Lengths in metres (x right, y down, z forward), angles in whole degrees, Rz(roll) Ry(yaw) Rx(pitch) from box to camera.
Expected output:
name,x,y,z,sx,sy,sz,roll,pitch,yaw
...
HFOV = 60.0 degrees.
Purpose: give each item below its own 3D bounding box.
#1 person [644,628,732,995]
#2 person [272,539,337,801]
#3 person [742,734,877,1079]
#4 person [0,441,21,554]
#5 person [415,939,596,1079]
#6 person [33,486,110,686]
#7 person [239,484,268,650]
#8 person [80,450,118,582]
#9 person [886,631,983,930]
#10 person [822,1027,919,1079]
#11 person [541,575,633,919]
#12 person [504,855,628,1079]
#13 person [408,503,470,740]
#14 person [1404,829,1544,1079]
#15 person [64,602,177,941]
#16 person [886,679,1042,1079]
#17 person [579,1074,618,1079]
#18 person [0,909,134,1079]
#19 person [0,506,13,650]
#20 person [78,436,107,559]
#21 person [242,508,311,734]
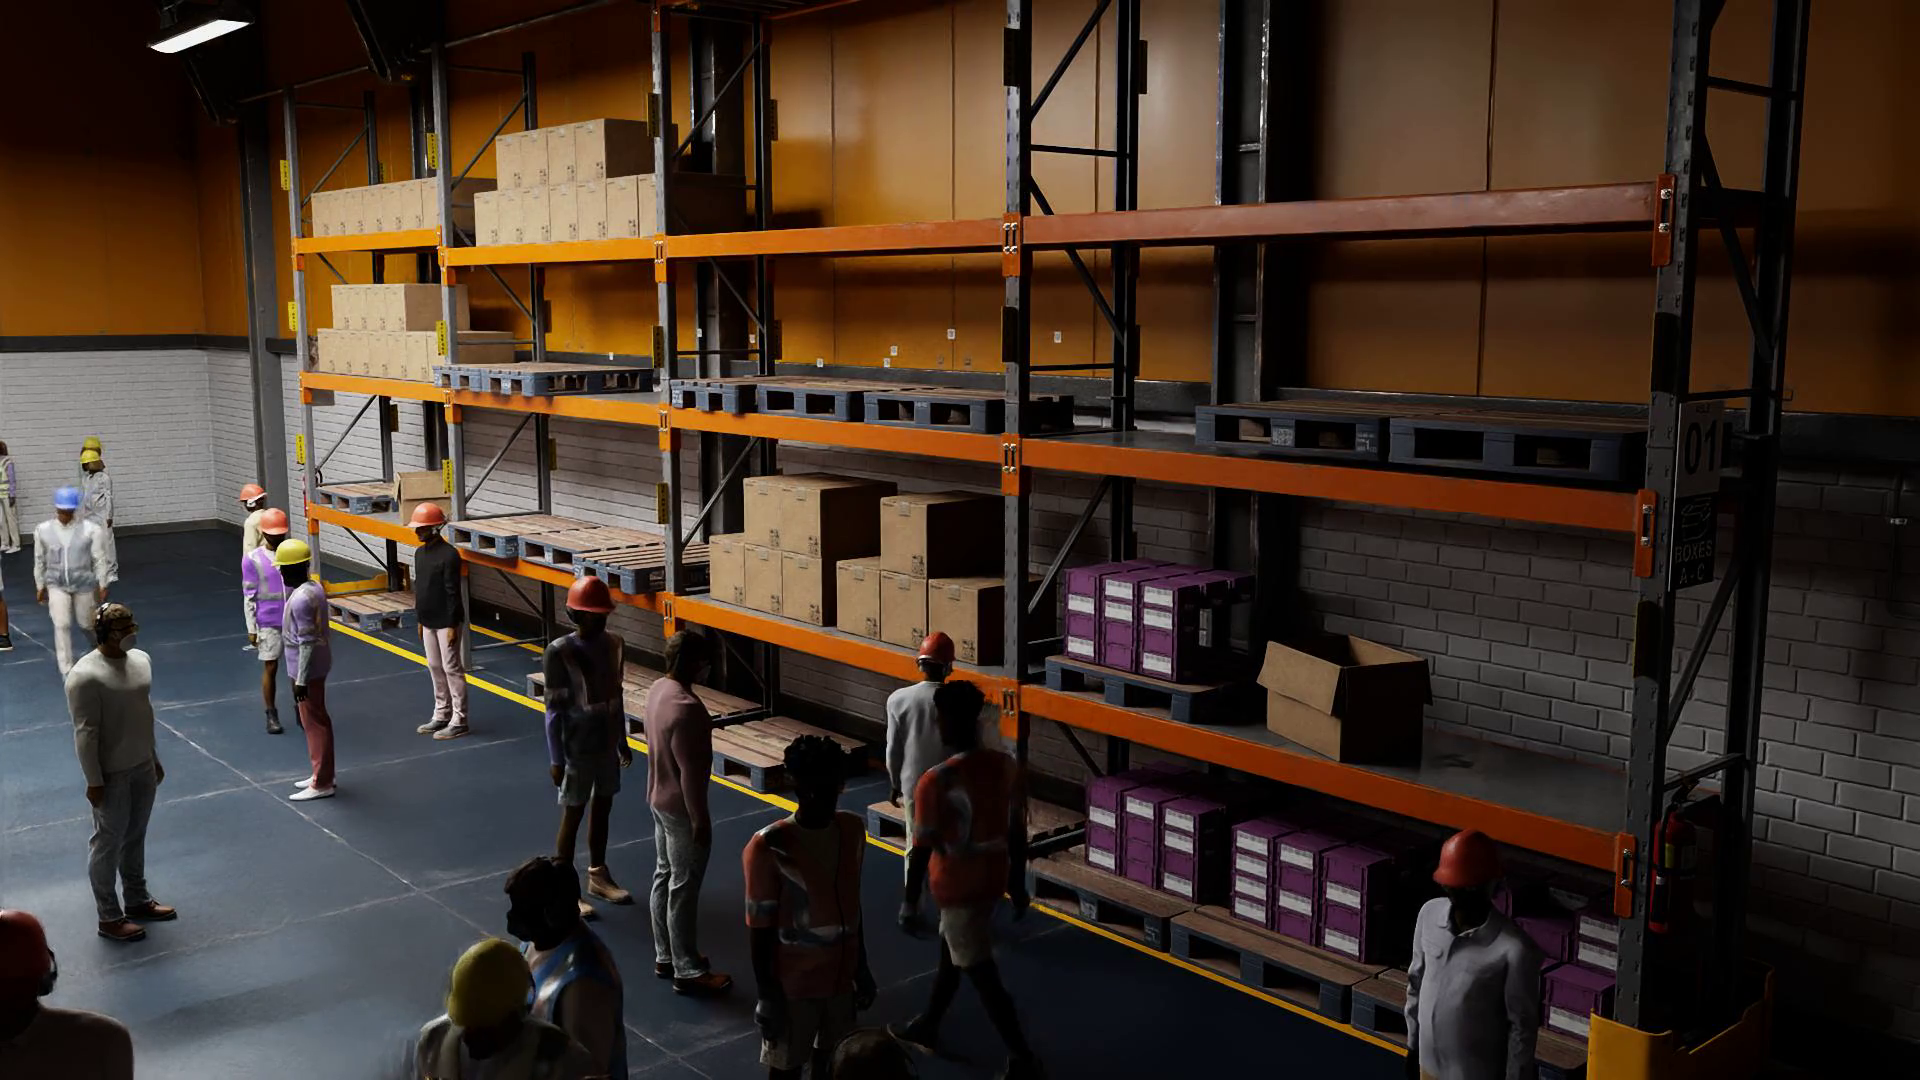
name,x,y,z,sx,sy,sz,roll,pitch,yaw
person,-1.468,1.425,8.816,0.370,1.934,0.627,-4,9,-27
person,-4.800,0.944,12.184,0.381,1.923,0.592,-2,8,-13
person,-0.582,1.725,6.609,0.366,1.967,0.603,7,11,42
person,-13.842,-0.621,24.060,0.523,1.636,0.310,4,9,28
person,-1.399,2.048,5.038,0.676,1.784,0.457,4,9,26
person,-8.531,0.402,16.011,0.650,1.911,0.753,-3,9,-19
person,-7.365,0.276,17.467,0.348,1.740,0.574,0,8,1
person,-11.196,-0.309,21.566,0.491,1.732,0.325,3,9,22
person,-0.139,1.395,9.642,0.573,1.749,0.343,1,8,10
person,-0.255,2.140,3.970,0.634,1.907,0.859,3,9,21
person,-2.180,1.215,9.892,0.391,2.041,0.615,5,10,33
person,-1.337,1.942,5.586,0.431,1.835,0.624,-5,9,-29
person,-4.370,0.674,13.878,0.607,1.987,0.411,7,11,40
person,1.837,1.906,6.094,0.333,1.750,0.566,-5,10,-32
person,-4.829,1.311,9.584,0.372,1.940,0.630,1,8,8
person,0.038,1.595,7.733,1.021,1.914,0.612,7,11,41
person,-0.923,2.208,4.443,0.277,1.627,0.502,-2,8,-13
person,-2.638,1.991,4.713,0.617,1.984,0.408,-3,9,-21
person,-10.113,0.218,17.144,0.368,1.958,0.611,1,8,7
person,-12.243,-0.596,23.538,0.491,1.745,0.315,5,10,32
person,-5.734,0.681,14.034,0.548,1.924,0.387,-7,11,-40
